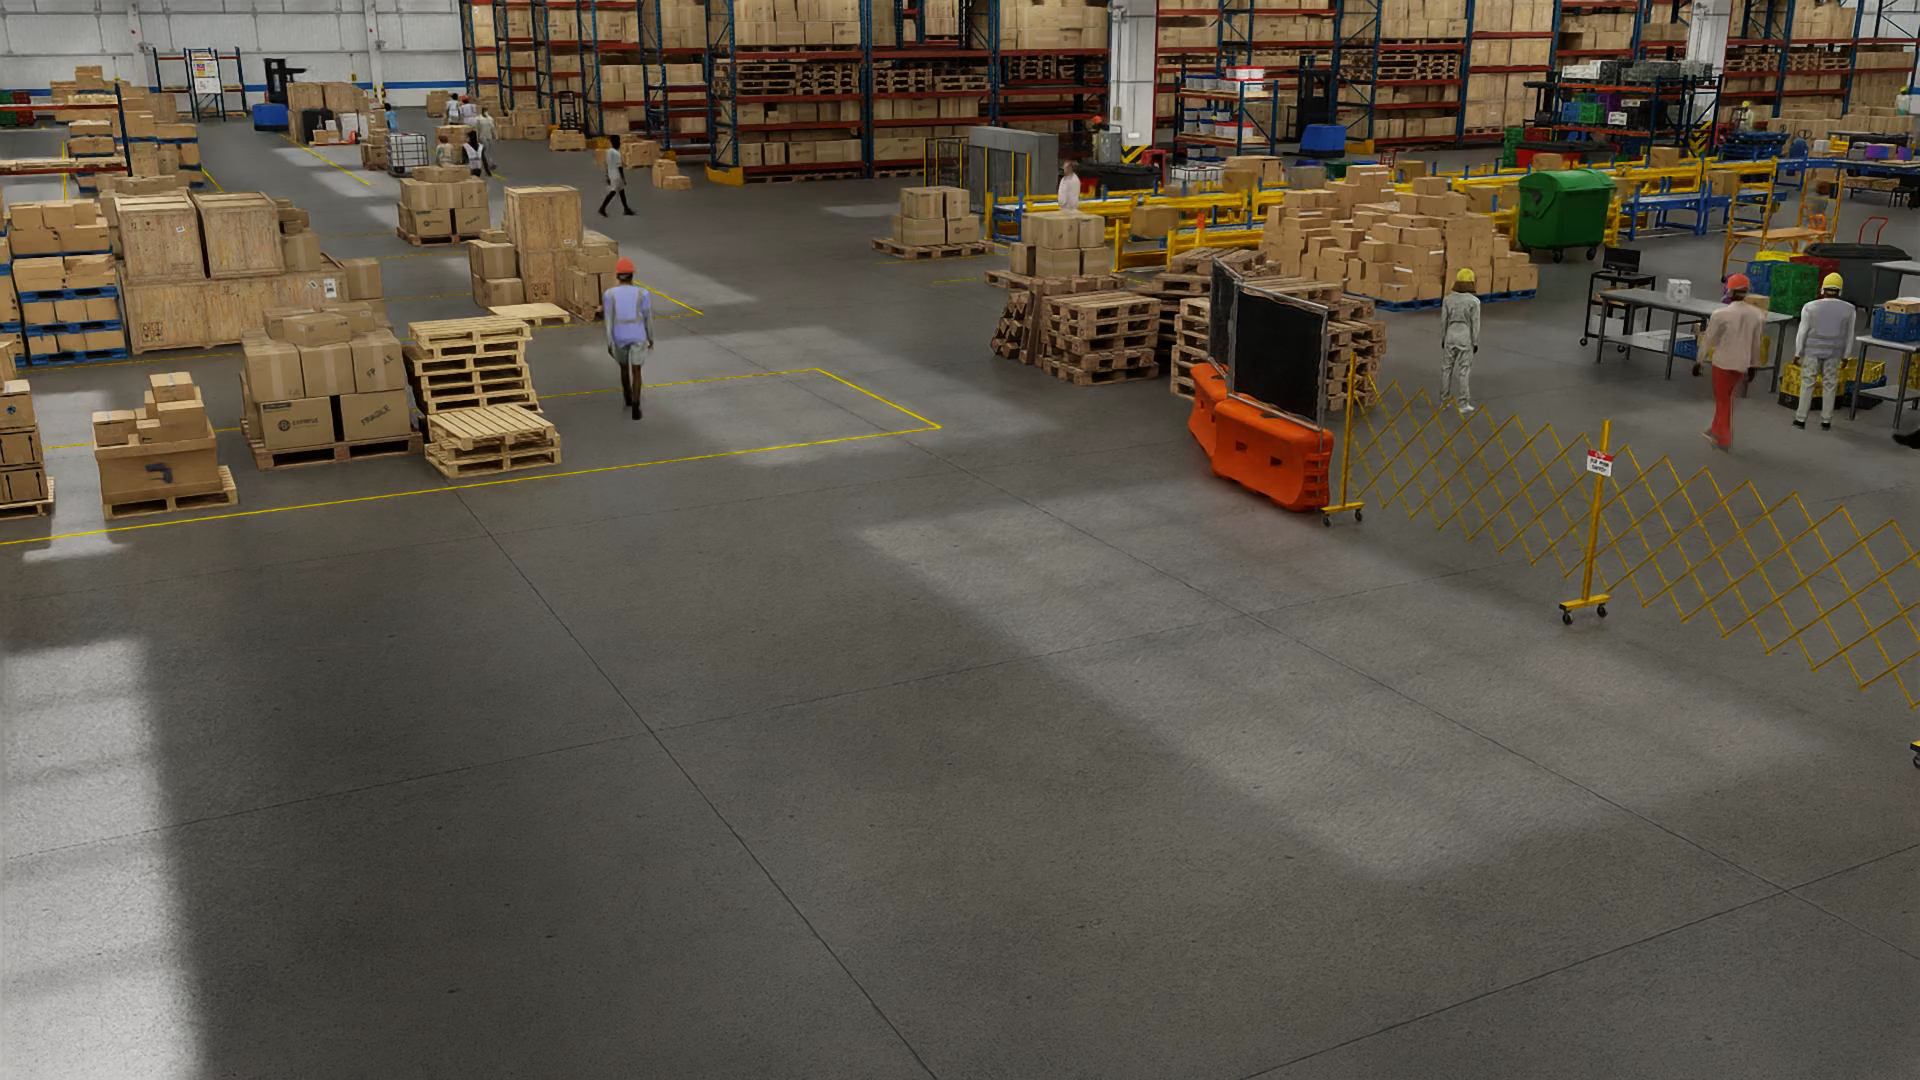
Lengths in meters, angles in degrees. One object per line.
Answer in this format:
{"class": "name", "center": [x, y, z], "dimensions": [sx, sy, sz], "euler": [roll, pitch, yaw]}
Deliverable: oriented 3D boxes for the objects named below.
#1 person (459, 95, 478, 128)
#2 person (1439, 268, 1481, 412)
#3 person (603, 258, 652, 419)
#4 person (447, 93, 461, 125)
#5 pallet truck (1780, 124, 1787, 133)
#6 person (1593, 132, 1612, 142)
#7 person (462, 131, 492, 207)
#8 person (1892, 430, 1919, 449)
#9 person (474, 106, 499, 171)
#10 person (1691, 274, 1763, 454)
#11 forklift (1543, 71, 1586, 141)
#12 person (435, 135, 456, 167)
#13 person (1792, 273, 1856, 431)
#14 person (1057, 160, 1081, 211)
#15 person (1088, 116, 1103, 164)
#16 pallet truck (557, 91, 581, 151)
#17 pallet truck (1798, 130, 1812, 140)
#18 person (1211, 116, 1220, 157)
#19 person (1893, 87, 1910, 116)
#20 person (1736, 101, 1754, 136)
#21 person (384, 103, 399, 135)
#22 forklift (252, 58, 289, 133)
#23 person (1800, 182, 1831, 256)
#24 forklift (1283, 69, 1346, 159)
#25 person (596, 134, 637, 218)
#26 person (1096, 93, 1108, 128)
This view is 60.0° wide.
{"class": "person", "center": [-16.657, -14.194, 56.694], "dimensions": [0.721, 1.885, 0.472], "euler": [-4, 18, -13]}
{"class": "person", "center": [6.085, -2.430, 20.243], "dimensions": [0.484, 1.744, 0.297], "euler": [13, 22, 36]}
{"class": "person", "center": [-3.999, -2.458, 20.109], "dimensions": [0.553, 1.879, 1.035], "euler": [-2, 18, -6]}
{"class": "person", "center": [-19.104, -16.014, 62.740], "dimensions": [0.579, 1.645, 0.881], "euler": [1, 18, 2]}
{"class": "pallet truck", "center": [25.206, -12.542, 52.601], "dimensions": [1.601, 1.201, 0.680], "euler": [0, 18, -2]}
{"class": "person", "center": [21.015, -13.368, 54.148], "dimensions": [0.991, 1.856, 0.673], "euler": [-5, 18, -16]}
{"class": "person", "center": [-11.728, -8.990, 40.473], "dimensions": [0.960, 1.871, 0.608], "euler": [12, 21, 33]}
{"class": "person", "center": [11.026, -1.923, 18.475], "dimensions": [0.969, 1.864, 0.600], "euler": [2, 18, 7]}
{"class": "person", "center": [-14.197, -12.070, 50.054], "dimensions": [1.050, 1.881, 0.635], "euler": [15, 23, 38]}
{"class": "person", "center": [8.469, -1.986, 18.512], "dimensions": [0.617, 1.963, 0.871], "euler": [-4, 18, -12]}
{"class": "forklift", "center": [18.685, -13.231, 52.085], "dimensions": [1.873, 2.768, 1.129], "euler": [-9, 20, -26]}
{"class": "person", "center": [-13.359, -9.710, 43.175], "dimensions": [0.857, 1.589, 0.534], "euler": [12, 21, 32]}
{"class": "person", "center": [10.028, -2.188, 19.344], "dimensions": [0.596, 1.831, 0.403], "euler": [5, 19, 16]}
{"class": "person", "center": [2.215, -6.590, 32.997], "dimensions": [0.822, 1.883, 0.650], "euler": [-7, 19, -21]}
{"class": "person", "center": [3.568, -10.077, 43.614], "dimensions": [0.420, 2.032, 0.632], "euler": [-5, 18, -16]}
{"class": "pallet truck", "center": [-13.495, -14.412, 57.188], "dimensions": [0.823, 1.965, 1.885], "euler": [-3, 18, -9]}
{"class": "pallet truck", "center": [25.526, -11.556, 49.408], "dimensions": [1.630, 1.274, 0.653], "euler": [-9, 20, -26]}
{"class": "person", "center": [7.304, -11.310, 47.892], "dimensions": [0.327, 1.765, 0.528], "euler": [13, 22, 35]}
{"class": "person", "center": [37.138, -17.017, 65.744], "dimensions": [0.790, 1.734, 0.528], "euler": [-8, 19, -24]}
{"class": "person", "center": [25.783, -13.534, 54.799], "dimensions": [0.945, 1.777, 0.625], "euler": [-13, 22, -35]}
{"class": "person", "center": [-19.184, -13.963, 56.364], "dimensions": [0.738, 1.650, 0.540], "euler": [7, 19, 20]}
{"class": "forklift", "center": [-26.855, -17.520, 65.455], "dimensions": [1.129, 2.768, 1.873], "euler": [10, 20, 28]}
{"class": "person", "center": [16.211, -5.956, 31.437], "dimensions": [0.508, 1.613, 0.518], "euler": [-2, 18, -6]}
{"class": "forklift", "center": [11.615, -13.871, 54.079], "dimensions": [1.129, 2.768, 1.873], "euler": [-9, 20, -27]}
{"class": "person", "center": [-8.118, -8.528, 38.983], "dimensions": [1.002, 1.930, 0.617], "euler": [-10, 20, -28]}
{"class": "person", "center": [5.080, -15.292, 60.061], "dimensions": [0.557, 1.921, 0.586], "euler": [-10, 20, -29]}
